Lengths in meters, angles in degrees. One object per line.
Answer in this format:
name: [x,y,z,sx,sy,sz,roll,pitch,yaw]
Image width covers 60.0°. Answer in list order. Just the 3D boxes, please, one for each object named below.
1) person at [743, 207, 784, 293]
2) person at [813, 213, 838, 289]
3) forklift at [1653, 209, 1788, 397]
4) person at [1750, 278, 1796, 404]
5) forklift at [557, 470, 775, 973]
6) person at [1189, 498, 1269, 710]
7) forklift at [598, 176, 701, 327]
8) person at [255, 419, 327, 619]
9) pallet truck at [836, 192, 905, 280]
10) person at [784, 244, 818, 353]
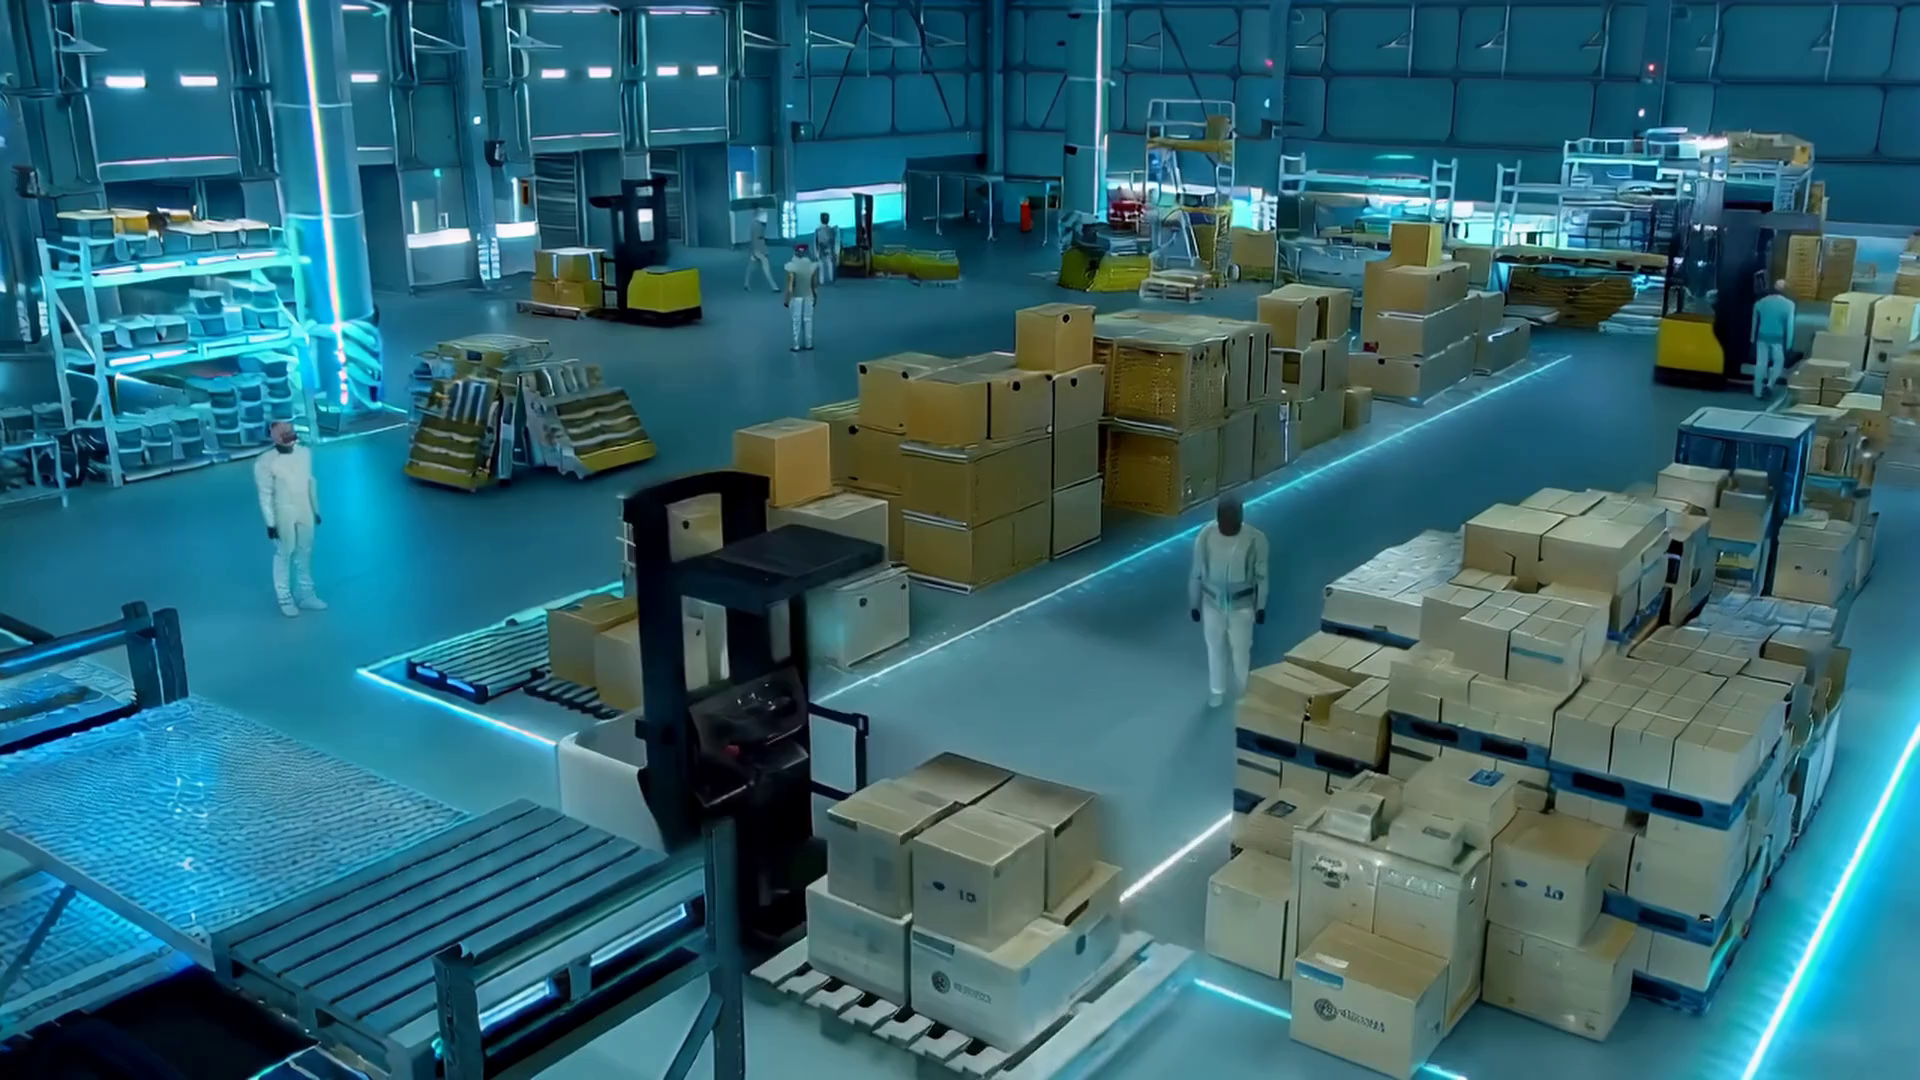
person: [-4.364,-6.366,36.561,0.979,1.872,0.610,0,17,0]
person: [-3.000,-6.461,37.197,0.574,1.683,0.340,-6,18,-20]
forklift: [12.271,-3.827,26.446,1.873,2.768,1.129,12,21,35]
person: [12.384,-3.026,25.400,0.436,1.929,0.668,-15,22,-40]
forklift: [-1.594,1.004,10.451,1.873,2.768,1.129,12,21,35]
person: [2.220,0.529,13.814,0.649,1.827,0.434,5,17,16]
forklift: [-6.138,-5.705,32.666,1.873,2.768,1.129,12,21,35]
person: [-6.471,-0.224,16.125,0.376,1.937,0.629,9,19,28]
pallet truck: [-1.936,-7.159,38.982,1.885,1.965,0.823,-12,21,-34]
person: [-2.831,-4.309,29.677,0.636,1.928,0.380,-8,19,-25]
